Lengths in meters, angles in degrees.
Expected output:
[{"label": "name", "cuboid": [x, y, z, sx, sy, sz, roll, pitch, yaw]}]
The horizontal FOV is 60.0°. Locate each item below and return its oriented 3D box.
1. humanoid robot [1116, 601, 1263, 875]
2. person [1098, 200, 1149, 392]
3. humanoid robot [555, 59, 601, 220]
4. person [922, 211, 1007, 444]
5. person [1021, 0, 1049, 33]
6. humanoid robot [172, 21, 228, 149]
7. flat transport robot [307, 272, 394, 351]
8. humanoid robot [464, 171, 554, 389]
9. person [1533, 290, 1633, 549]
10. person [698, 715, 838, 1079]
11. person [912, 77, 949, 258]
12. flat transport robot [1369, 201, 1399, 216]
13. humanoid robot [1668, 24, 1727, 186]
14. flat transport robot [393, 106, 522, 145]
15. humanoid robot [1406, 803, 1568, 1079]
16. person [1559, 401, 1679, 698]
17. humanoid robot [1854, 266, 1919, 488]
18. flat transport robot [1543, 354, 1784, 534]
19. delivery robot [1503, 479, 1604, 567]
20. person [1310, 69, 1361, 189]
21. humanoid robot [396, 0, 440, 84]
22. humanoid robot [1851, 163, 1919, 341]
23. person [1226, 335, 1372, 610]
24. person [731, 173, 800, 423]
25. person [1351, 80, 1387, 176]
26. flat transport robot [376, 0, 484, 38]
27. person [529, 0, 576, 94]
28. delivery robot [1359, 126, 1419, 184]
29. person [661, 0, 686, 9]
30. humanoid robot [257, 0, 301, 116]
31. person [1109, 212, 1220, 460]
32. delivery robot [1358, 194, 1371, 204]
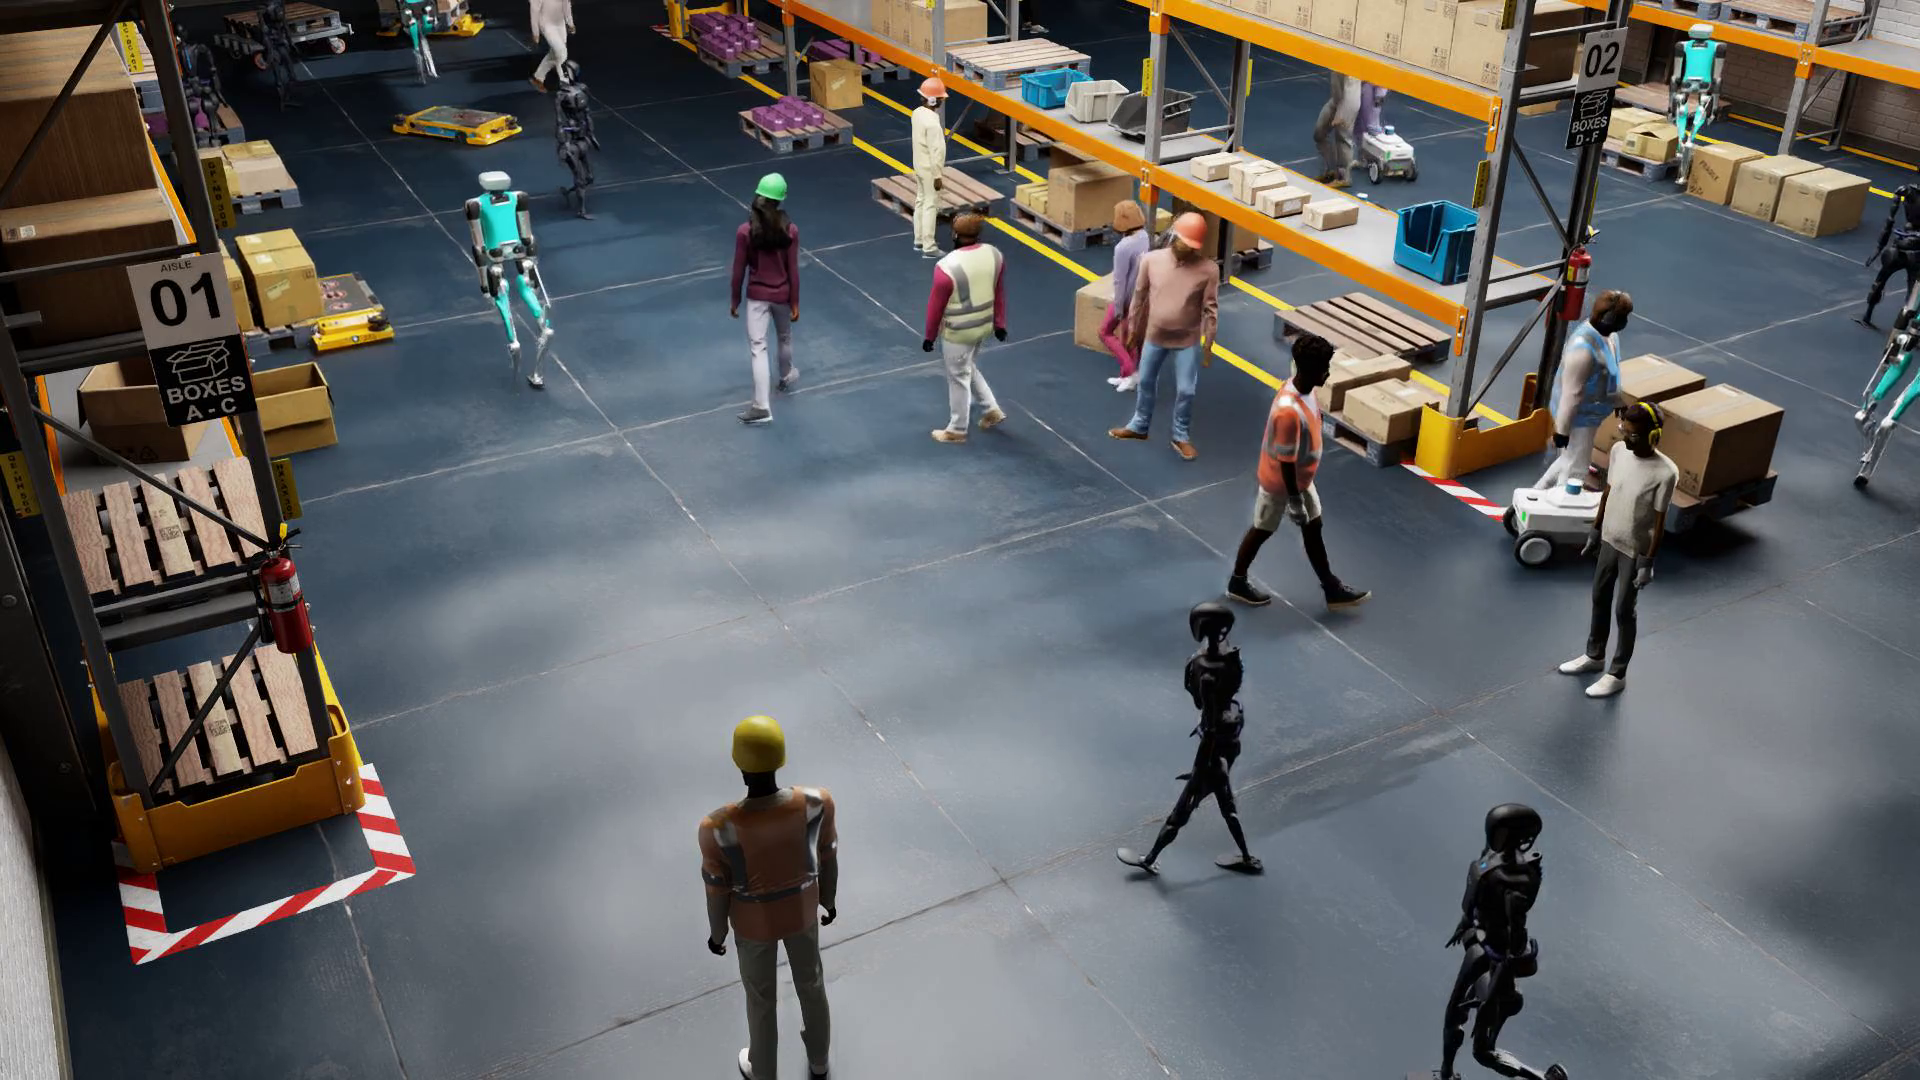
[{"label": "humanoid robot", "cuboid": [1.203, 0.995, 8.296, 0.752, 1.623, 0.611, 6, 31, 11]}, {"label": "person", "cuboid": [1.335, -1.963, 13.463, 0.346, 1.621, 0.512, 19, 35, 30]}, {"label": "humanoid robot", "cuboid": [-4.053, -4.159, 17.244, 0.520, 1.637, 0.611, 13, 32, 21]}, {"label": "person", "cuboid": [0.027, -1.590, 12.623, 0.471, 1.823, 0.606, 18, 35, 29]}, {"label": "person", "cuboid": [1.087, -8.406, 24.550, 0.441, 1.755, 0.746, -14, 33, -22]}, {"label": "humanoid robot", "cuboid": [-8.636, -5.037, 18.785, 0.600, 1.632, 0.718, -16, 34, -26]}, {"label": "flat transport robot", "cuboid": [-5.630, -2.088, 15.045, 0.659, 0.231, 1.431, -16, 33, -25]}, {"label": "humanoid robot", "cuboid": [-3.564, -2.022, 13.514, 0.549, 1.824, 0.830, -21, 36, -31]}, {"label": "person", "cuboid": [4.240, -0.859, 11.370, 0.511, 1.813, 0.643, 17, 34, 27]}, {"label": "person", "cuboid": [-0.794, 1.558, 7.033, 0.585, 1.928, 0.366, -12, 32, -20]}, {"label": "person", "cuboid": [-0.277, -3.640, 16.256, 0.345, 1.746, 0.571, -10, 31, -16]}, {"label": "flat transport robot", "cuboid": [4.204, -3.116, 16.834, 0.659, 0.231, 1.431, -9, 31, -16]}, {"label": "humanoid robot", "cuboid": [7.914, -4.674, 18.070, 0.591, 1.731, 1.007, 16, 33, 25]}, {"label": "flat transport robot", "cuboid": [-6.102, -5.030, 20.166, 1.431, 0.231, 0.659, 13, 32, 22]}, {"label": "humanoid robot", "cuboid": [2.308, 1.742, 6.973, 0.631, 1.635, 0.584, 1, 30, 1]}, {"label": "person", "cuboid": [3.869, 0.048, 9.738, 0.352, 1.856, 0.516, -12, 32, -20]}, {"label": "humanoid robot", "cuboid": [6.866, -1.210, 12.105, 0.934, 1.822, 0.569, -20, 35, -30]}, {"label": "flat transport robot", "cuboid": [4.981, -0.321, 11.969, 1.431, 0.231, 0.659, -16, 33, -25]}, {"label": "delivery robot", "cuboid": [4.126, -0.143, 11.356, 0.751, 0.579, 0.506, 3, 30, 6]}, {"label": "person", "cuboid": [4.089, -4.703, 18.003, 0.561, 1.861, 0.618, -5, 30, -8]}, {"label": "humanoid robot", "cuboid": [-7.154, -6.803, 21.887, 0.563, 1.897, 0.776, -16, 34, -26]}, {"label": "humanoid robot", "cuboid": [8.264, -2.528, 14.445, 0.612, 1.637, 0.752, -4, 30, -6]}, {"label": "person", "cuboid": [2.170, -0.372, 10.396, 0.972, 1.915, 0.630, 13, 33, 22]}, {"label": "person", "cuboid": [-1.546, -1.930, 13.160, 0.607, 1.882, 0.965, -6, 30, -10]}, {"label": "person", "cuboid": [4.657, -5.061, 18.625, 0.626, 1.862, 0.708, -1, 30, -1]}, {"label": "flat transport robot", "cuboid": [-7.880, -7.656, 24.738, 1.431, 0.231, 0.659, -1, 30, -1]}, {"label": "person", "cuboid": [-5.256, -6.585, 21.255, 0.884, 1.898, 0.644, 13, 32, 21]}, {"label": "delivery robot", "cuboid": [4.790, -4.341, 18.673, 0.499, 0.587, 0.766, -6, 30, -10]}, {"label": "person", "cuboid": [-4.563, -9.186, 25.912, 0.564, 1.750, 0.334, -9, 31, -15]}, {"label": "humanoid robot", "cuboid": [-8.530, -6.154, 20.708, 0.382, 1.641, 0.603, 6, 30, 11]}, {"label": "person", "cuboid": [1.499, -1.527, 12.403, 0.815, 1.957, 0.431, 11, 32, 19]}, {"label": "delivery robot", "cuboid": [3.990, -3.161, 16.616, 0.499, 0.585, 0.765, -10, 31, -17]}]
